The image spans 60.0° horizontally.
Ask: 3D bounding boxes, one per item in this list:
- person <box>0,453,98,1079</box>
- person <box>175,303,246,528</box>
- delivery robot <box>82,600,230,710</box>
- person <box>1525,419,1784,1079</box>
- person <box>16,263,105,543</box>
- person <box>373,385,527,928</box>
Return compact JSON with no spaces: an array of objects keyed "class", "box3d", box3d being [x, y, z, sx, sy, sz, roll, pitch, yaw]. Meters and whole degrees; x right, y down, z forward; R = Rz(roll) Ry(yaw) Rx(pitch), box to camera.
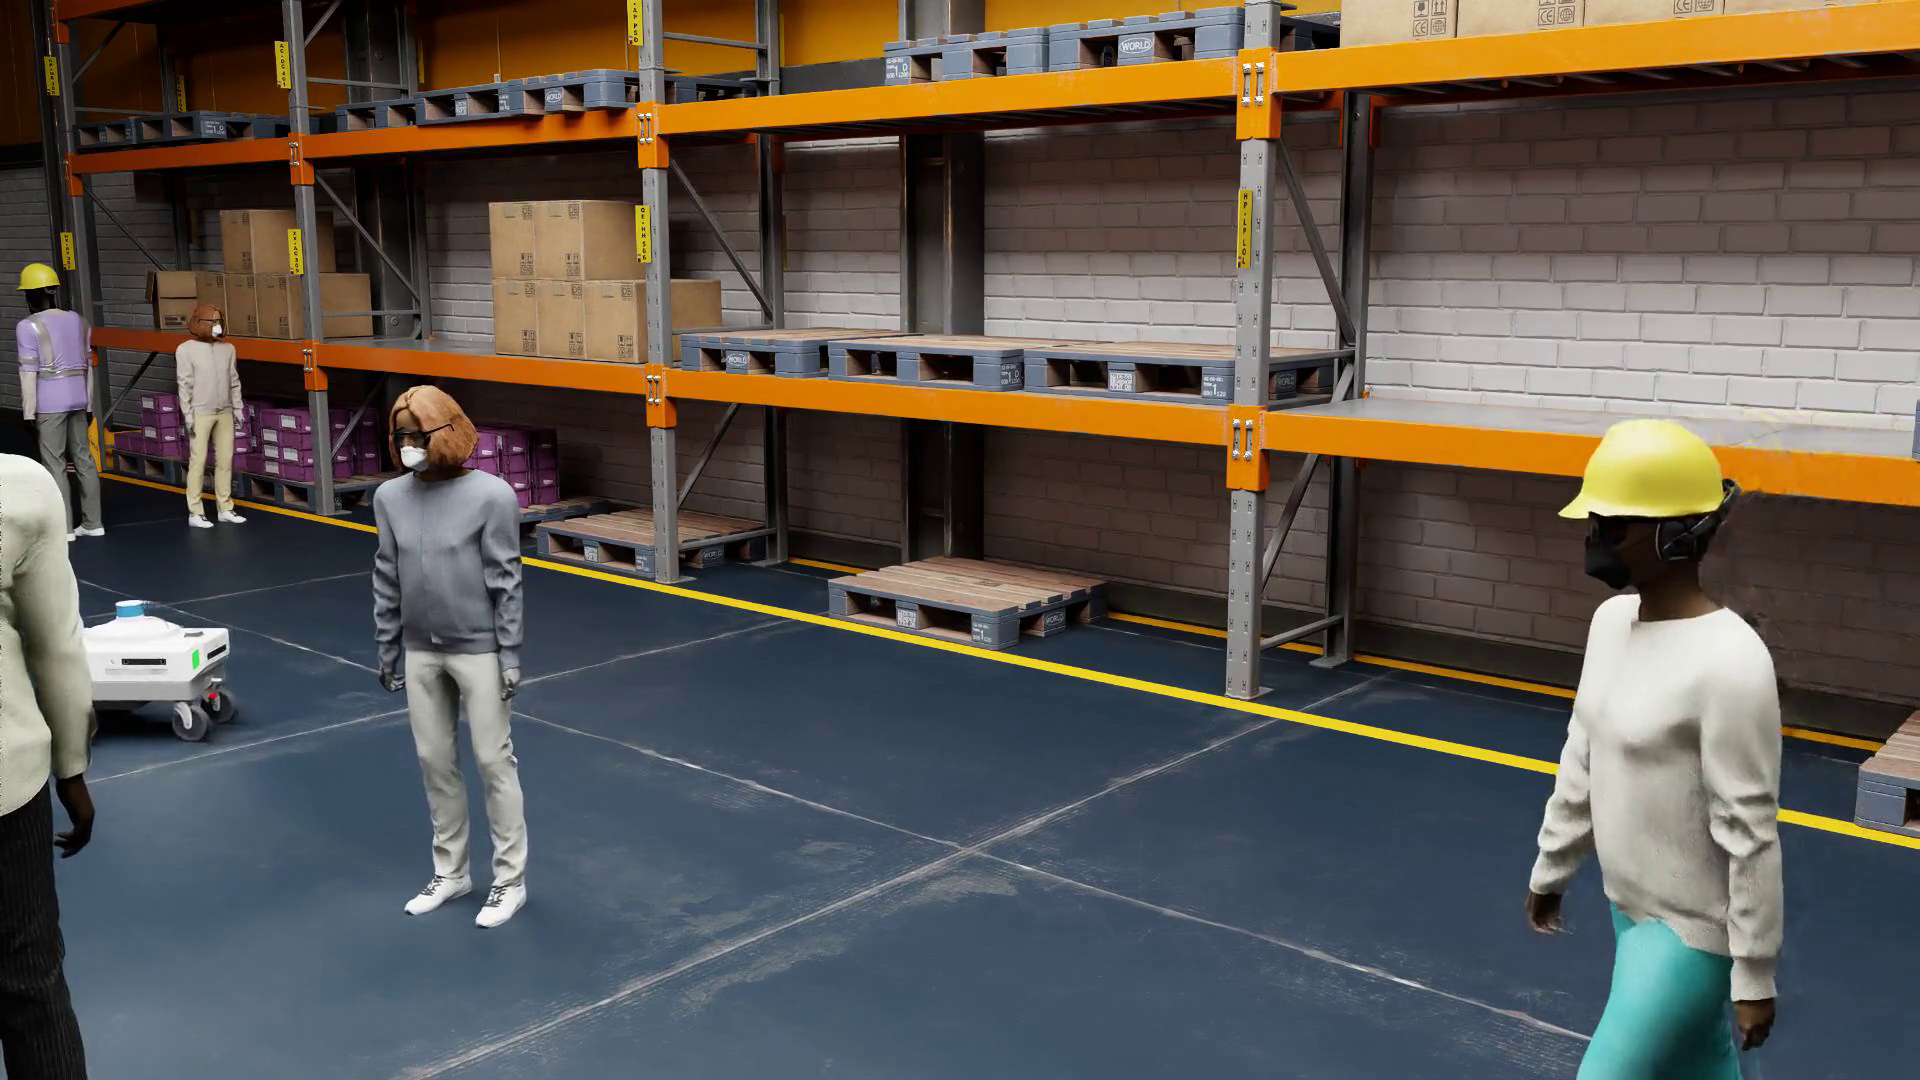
[{"class":"person","box3d":[-1.992,0.482,3.195,0.608,1.985,0.396,-7,12,-36]},{"class":"person","box3d":[-5.458,-0.904,12.125,0.288,1.629,0.500,6,11,29]},{"class":"delivery robot","box3d":[-3.438,0.495,6.924,0.707,0.478,0.477,0,10,0]},{"class":"person","box3d":[1.151,0.656,2.940,0.880,1.725,0.547,0,10,-1]},{"class":"person","box3d":[-6.229,-0.934,11.461,0.398,1.919,0.592,3,10,18]},{"class":"person","box3d":[-1.538,0.346,5.003,0.505,1.622,0.297,3,10,17]}]
